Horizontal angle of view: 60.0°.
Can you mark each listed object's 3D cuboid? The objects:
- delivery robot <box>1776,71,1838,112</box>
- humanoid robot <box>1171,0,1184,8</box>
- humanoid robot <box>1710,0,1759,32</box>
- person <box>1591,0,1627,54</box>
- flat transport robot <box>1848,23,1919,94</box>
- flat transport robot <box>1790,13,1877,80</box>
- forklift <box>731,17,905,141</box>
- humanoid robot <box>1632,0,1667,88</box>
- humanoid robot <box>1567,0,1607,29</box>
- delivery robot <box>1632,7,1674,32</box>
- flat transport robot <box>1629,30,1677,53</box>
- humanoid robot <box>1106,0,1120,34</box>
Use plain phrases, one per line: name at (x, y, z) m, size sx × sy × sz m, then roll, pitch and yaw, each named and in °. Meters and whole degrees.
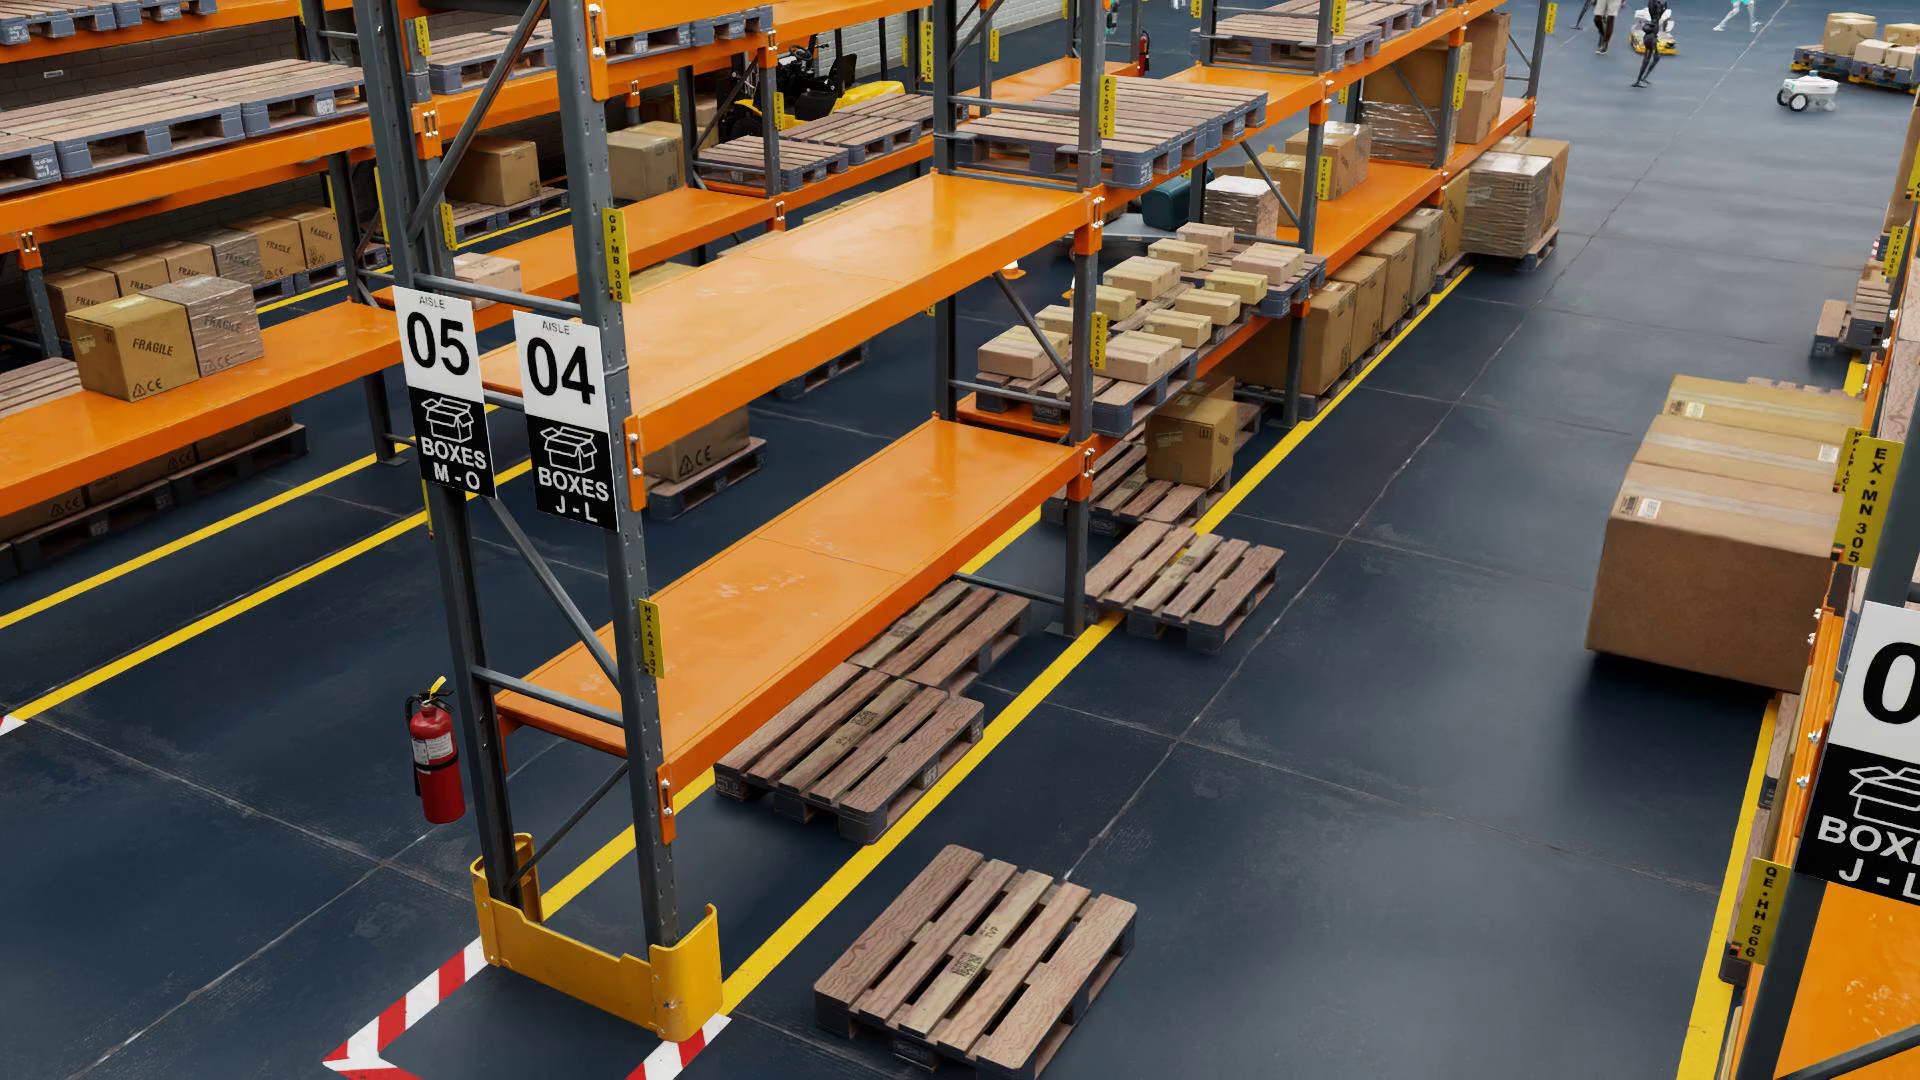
delivery robot at (12.774, -6.750, 25.056) m, size 0.814 × 0.611 × 0.499 m, roll 0°, pitch 26°, yaw 1°
humanoid robot at (4.584, -11.918, 34.456) m, size 0.548 × 1.807 × 0.756 m, roll -12°, pitch 28°, yaw -23°
humanoid robot at (14.913, -10.531, 31.575) m, size 0.905 × 1.792 × 0.549 m, roll 3°, pitch 26°, yaw 7°
person at (11.489, -9.600, 29.356) m, size 0.634 × 1.949 × 0.519 m, roll 19°, pitch 32°, yaw 34°
flat transport robot at (14.999, -7.315, 26.542) m, size 0.659 × 0.231 × 1.431 m, roll -11°, pitch 28°, yaw -22°
flat transport robot at (14.646, -7.854, 27.661) m, size 0.659 × 0.231 × 1.431 m, roll -12°, pitch 28°, yaw -23°
forklift at (-1.819, -5.975, 21.543) m, size 2.313 × 2.155 × 1.214 m, roll 14°, pitch 29°, yaw 26°
humanoid robot at (11.011, -8.051, 26.442) m, size 0.372 × 1.645 × 0.611 m, roll 7°, pitch 26°, yaw 13°
humanoid robot at (12.153, -10.566, 31.741) m, size 0.801 × 1.626 × 0.615 m, roll 12°, pitch 28°, yaw 23°
delivery robot at (13.176, -9.897, 31.599) m, size 0.789 × 0.614 × 0.499 m, roll -16°, pitch 30°, yaw -29°
flat transport robot at (12.511, -8.998, 30.039) m, size 0.659 × 0.231 × 1.431 m, roll 7°, pitch 26°, yaw 14°
humanoid robot at (2.247, -8.445, 27.221) m, size 0.762 × 1.792 × 0.538 m, roll -17°, pitch 30°, yaw -31°
